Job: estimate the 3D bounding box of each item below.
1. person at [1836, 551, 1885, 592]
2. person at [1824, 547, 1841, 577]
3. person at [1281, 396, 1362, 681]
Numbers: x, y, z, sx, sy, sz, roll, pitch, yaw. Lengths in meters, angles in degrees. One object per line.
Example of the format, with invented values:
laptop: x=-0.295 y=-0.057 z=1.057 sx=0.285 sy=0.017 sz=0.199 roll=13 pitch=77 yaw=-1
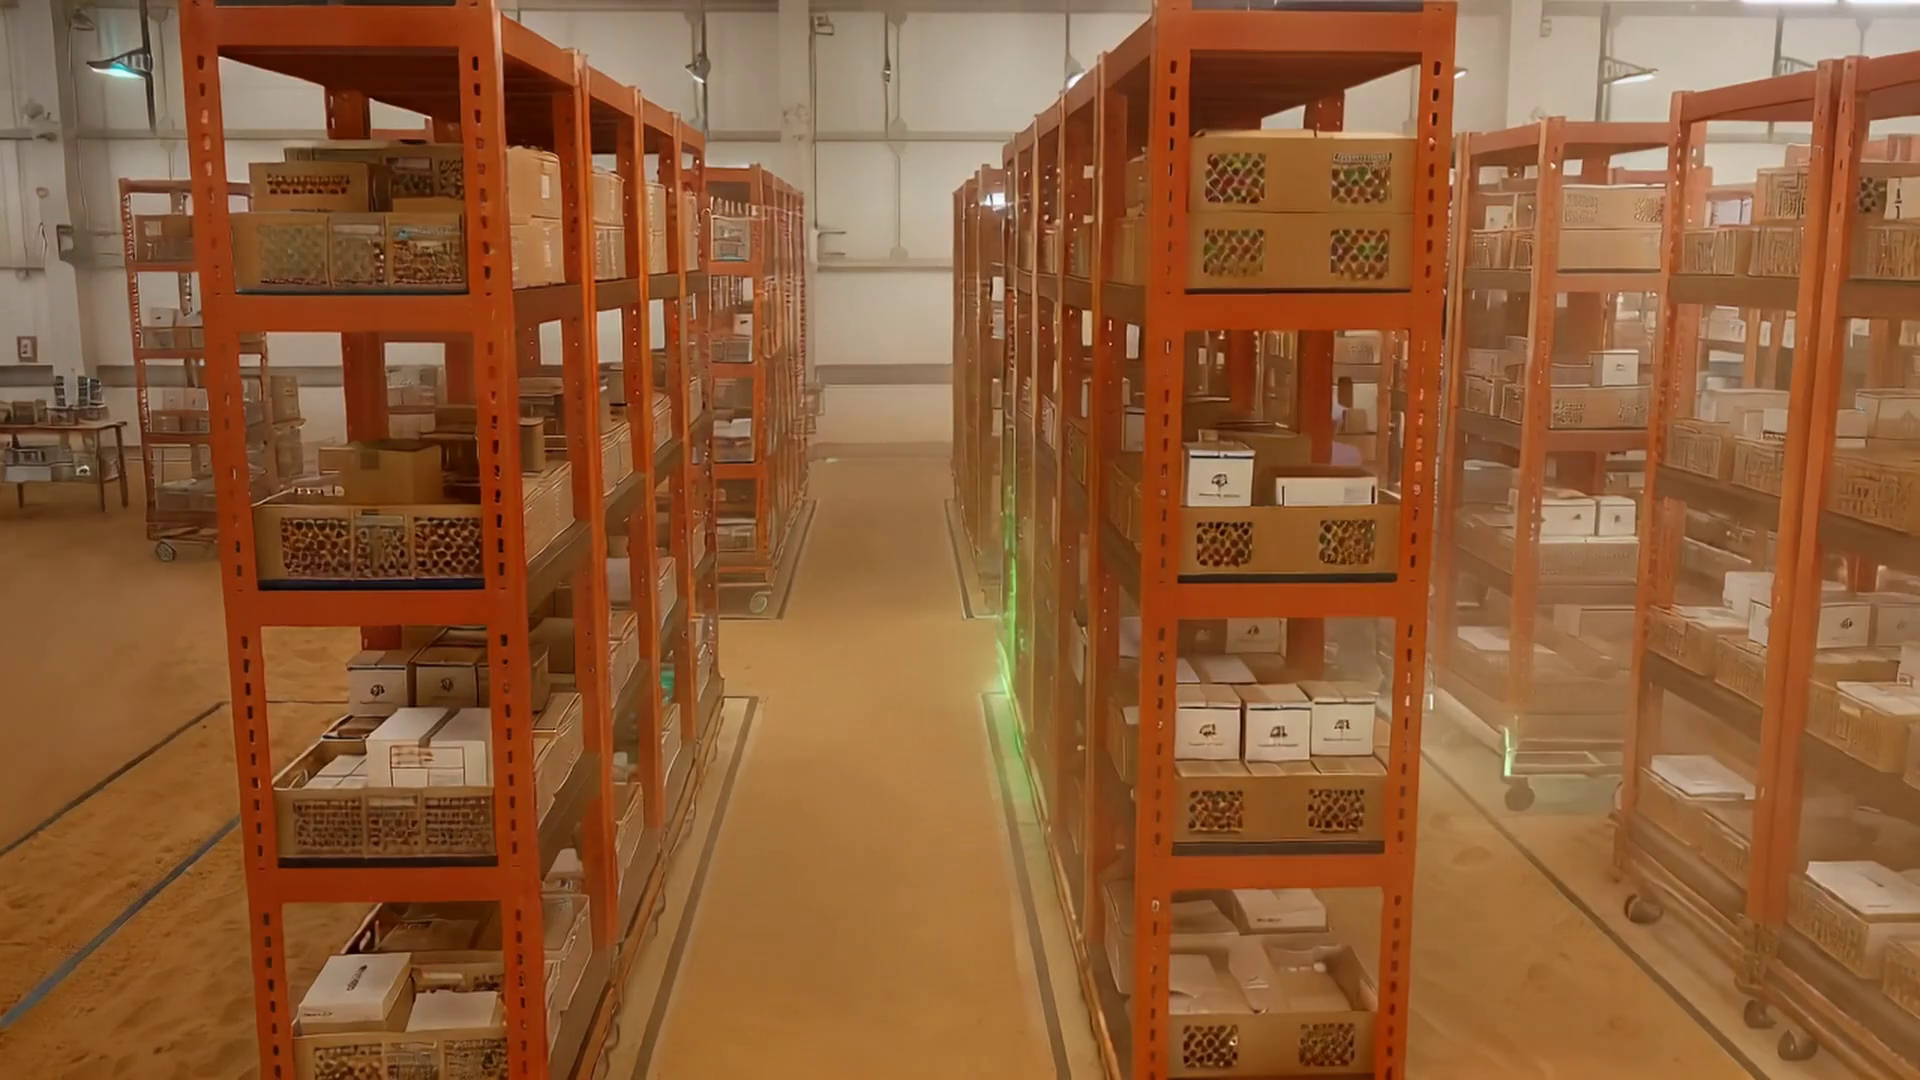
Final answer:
person: x=6.696 y=-0.083 z=12.245 sx=0.600 sy=1.832 sz=0.404 roll=-4 pitch=11 yaw=-24
person: x=7.066 y=-0.219 z=13.020 sx=0.474 sy=1.825 sz=0.612 roll=0 pitch=10 yaw=2
person: x=2.451 y=-0.002 z=11.339 sx=0.627 sy=1.989 sz=0.398 roll=-2 pitch=10 yaw=-10
